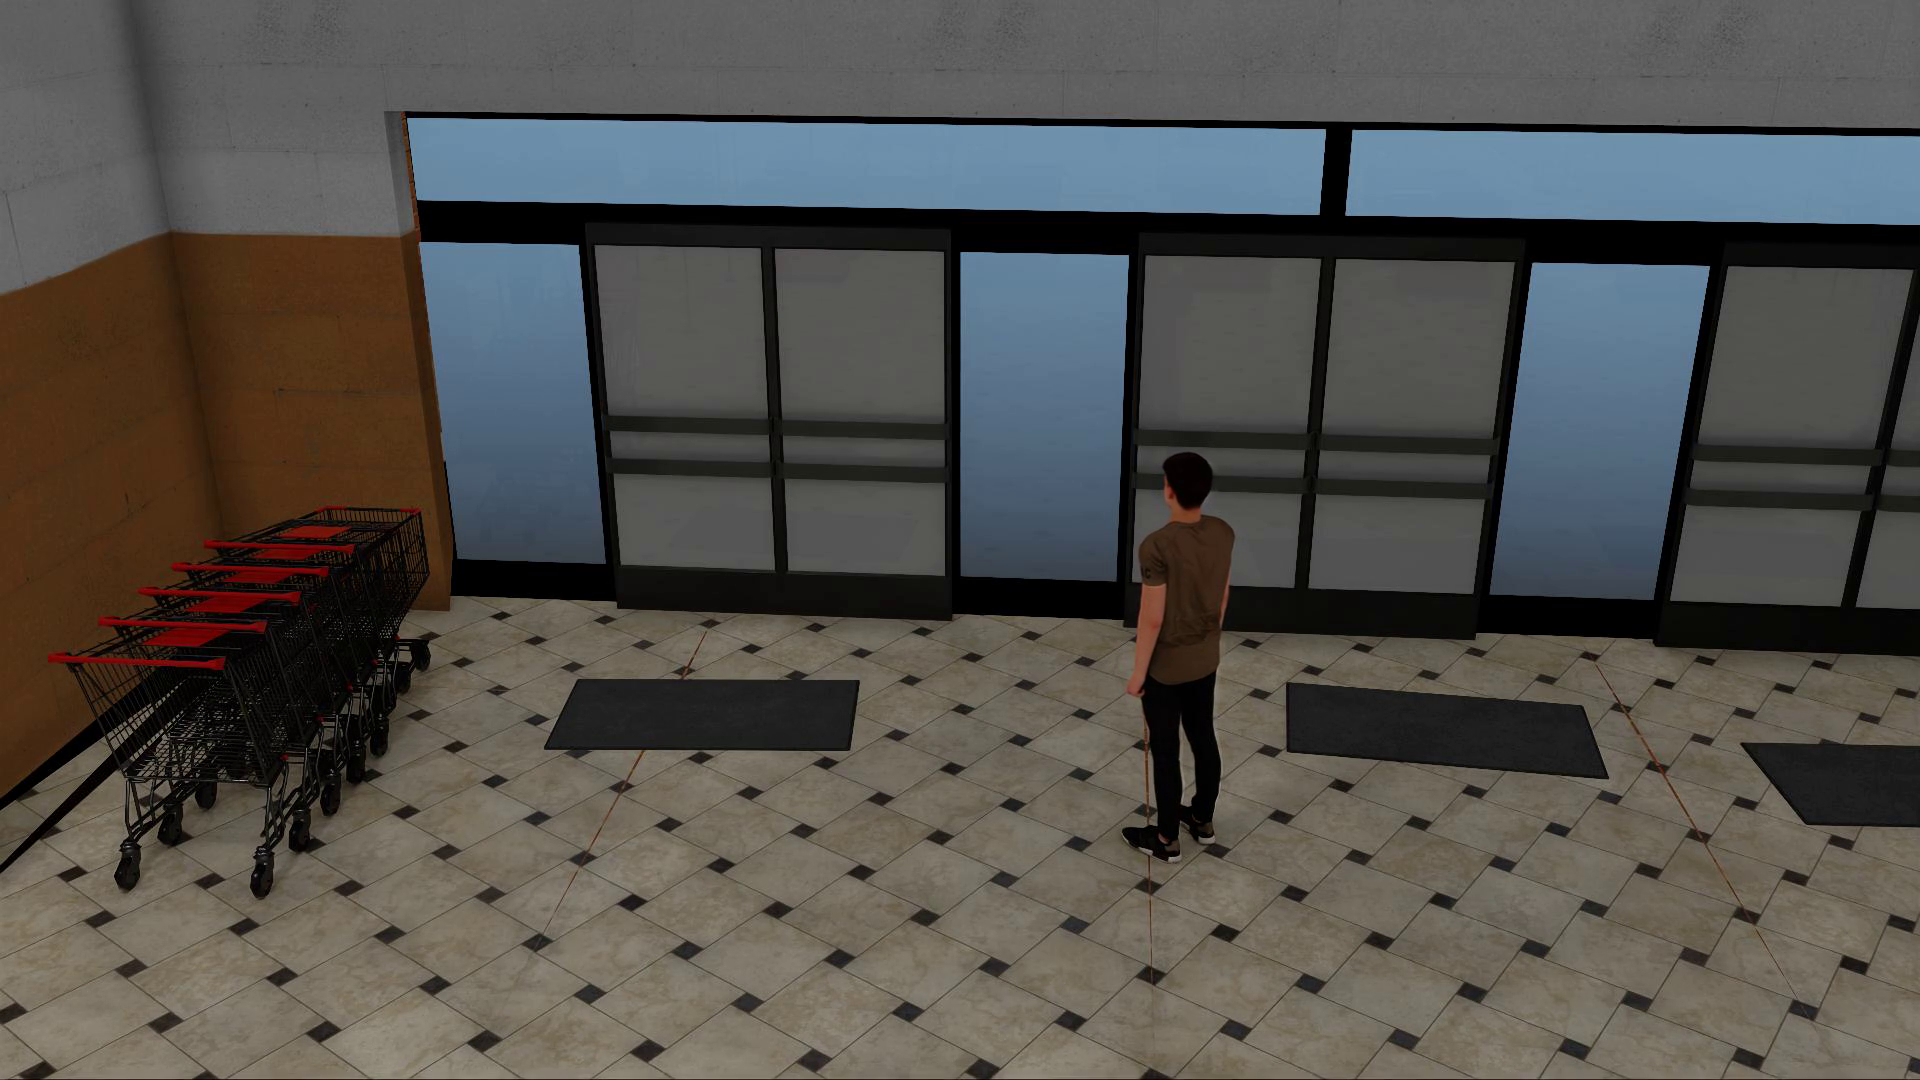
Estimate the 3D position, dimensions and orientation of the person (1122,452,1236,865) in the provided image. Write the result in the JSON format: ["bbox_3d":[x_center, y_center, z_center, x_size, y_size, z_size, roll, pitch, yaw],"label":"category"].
[{"bbox_3d":[0.952,0.507,7.171,0.745,1.851,0.792,-16,27,-34],"label":"person"}]
